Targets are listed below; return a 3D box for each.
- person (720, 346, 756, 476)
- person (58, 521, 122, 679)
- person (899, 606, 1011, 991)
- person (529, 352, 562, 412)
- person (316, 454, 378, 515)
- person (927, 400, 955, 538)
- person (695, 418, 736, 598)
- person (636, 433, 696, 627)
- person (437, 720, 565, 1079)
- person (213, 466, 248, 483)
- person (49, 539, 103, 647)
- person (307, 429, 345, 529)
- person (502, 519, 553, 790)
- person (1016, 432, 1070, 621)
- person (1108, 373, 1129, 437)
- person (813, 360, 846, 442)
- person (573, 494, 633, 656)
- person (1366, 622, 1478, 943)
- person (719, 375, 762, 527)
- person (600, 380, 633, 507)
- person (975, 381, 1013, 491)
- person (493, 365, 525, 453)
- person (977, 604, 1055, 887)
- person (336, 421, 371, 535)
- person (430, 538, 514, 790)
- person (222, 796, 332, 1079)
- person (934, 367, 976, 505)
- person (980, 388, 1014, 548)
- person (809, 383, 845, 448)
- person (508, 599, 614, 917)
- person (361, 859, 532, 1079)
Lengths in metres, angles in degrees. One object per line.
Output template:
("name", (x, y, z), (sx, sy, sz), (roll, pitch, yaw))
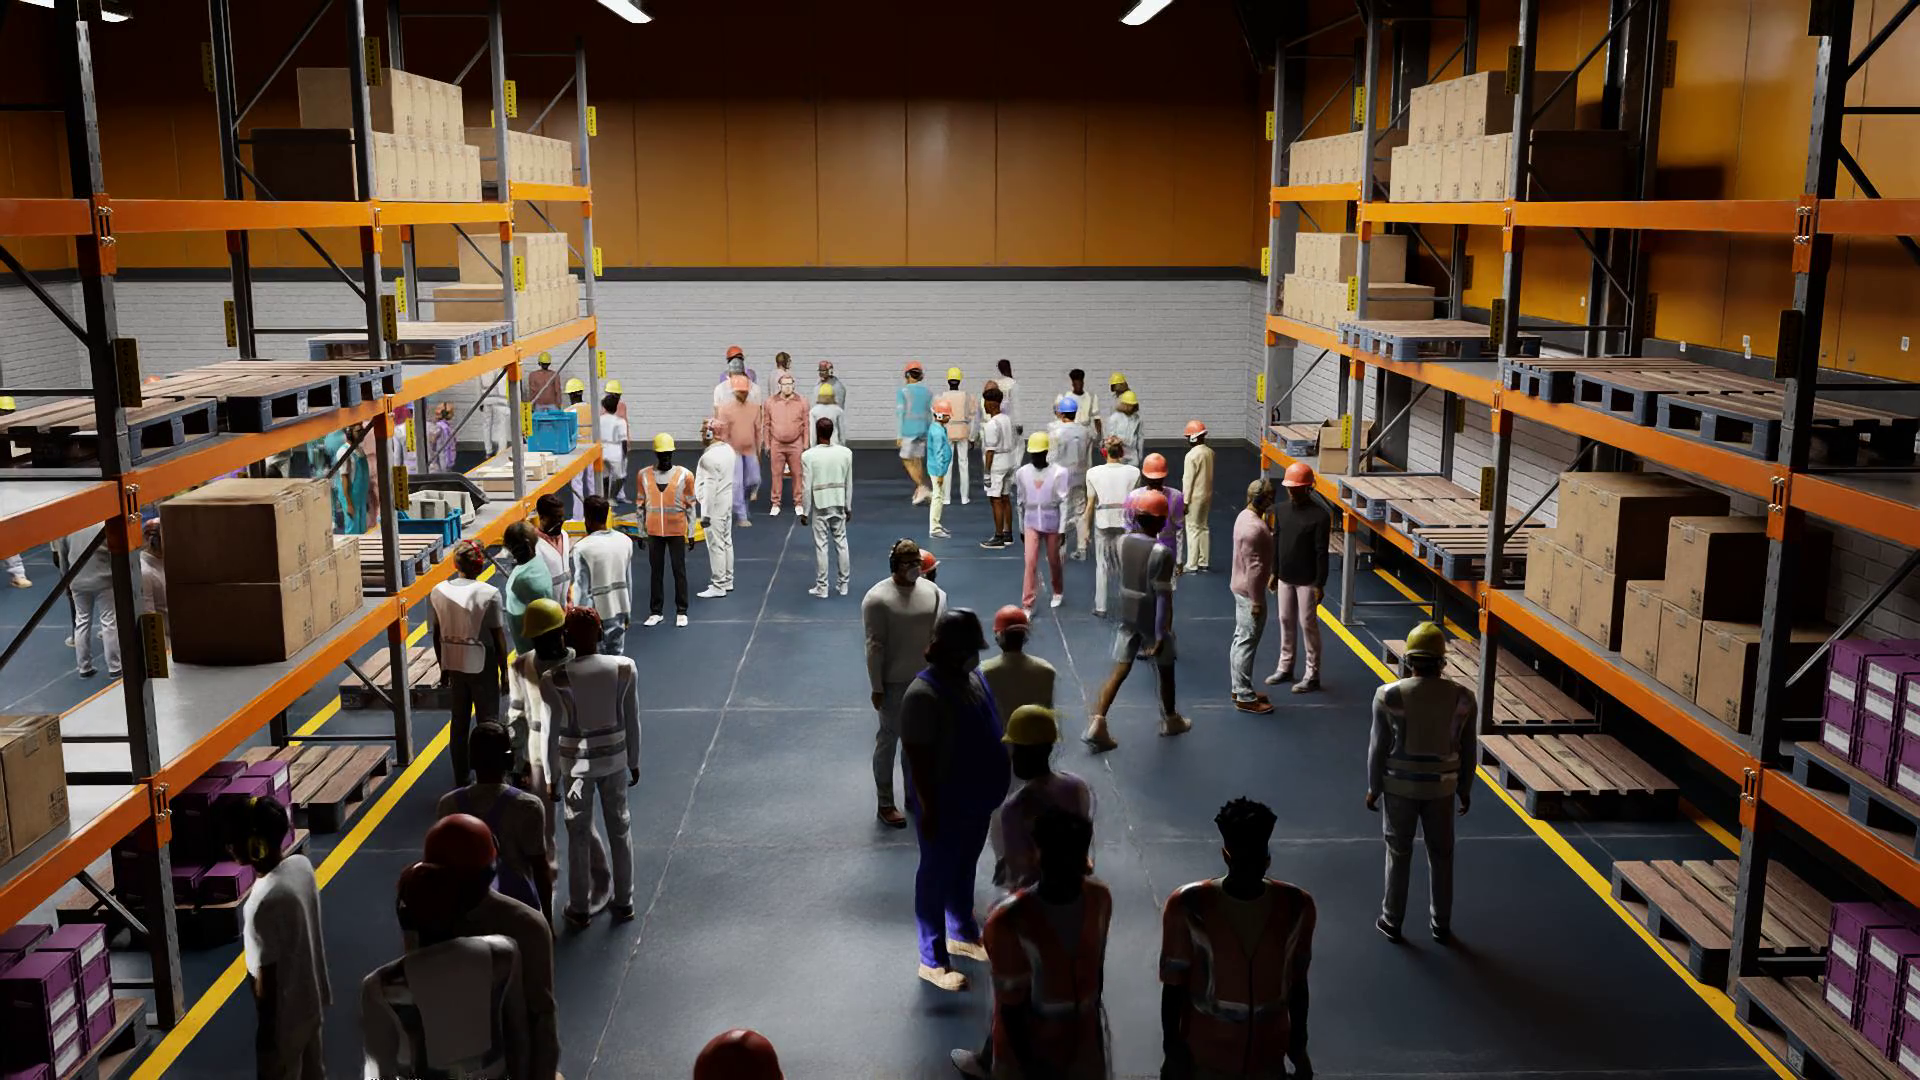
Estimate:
("person", (-3.406, -1.953, 25.483), (0.604, 2.026, 0.441), (-7, 13, -32))
("person", (-7.584, 0.356, 14.592), (0.566, 1.744, 0.350), (0, 11, -1))
("person", (0.013, 1.346, 8.881), (0.538, 2.000, 0.683), (6, 13, 29))
("person", (-6.870, -2.244, 27.599), (0.525, 1.761, 0.343), (-4, 12, -18))
("person", (-8.065, -0.976, 21.492), (0.892, 1.640, 0.539), (-6, 13, -26))
("person", (-0.239, -0.895, 20.874), (0.354, 1.738, 0.577), (0, 11, -2))
("person", (-2.617, -0.343, 17.692), (0.409, 1.907, 0.650), (2, 11, 11))
("person", (-2.897, -0.098, 16.398), (0.594, 1.929, 0.352), (1, 11, 4))
("person", (-2.083, 1.714, 7.545), (0.504, 1.840, 0.345), (1, 11, 4))
("person", (-7.518, -0.277, 17.304), (0.585, 1.928, 0.379), (10, 15, 42))
("person", (-8.268, 0.025, 15.654), (0.406, 1.987, 0.618), (8, 14, 34))
("person", (-8.052, -1.069, 21.427), (0.649, 1.877, 0.602), (0, 11, 1))
("person", (-3.063, 0.806, 11.848), (0.373, 1.940, 0.629), (-4, 12, -19))
("person", (0.847, -0.171, 16.935), (0.587, 1.891, 0.978), (3, 12, 16))
("person", (2.318, -1.583, 24.350), (0.325, 1.731, 0.489), (-7, 13, -30))
("person", (-1.961, -1.700, 24.526), (0.399, 1.900, 0.645), (-9, 15, -39))
("person", (-2.776, 0.592, 13.012), (0.397, 1.908, 0.600), (7, 13, 30))
("person", (2.577, 1.362, 9.331), (0.600, 1.827, 0.403), (1, 11, 3))
("person", (-2.848, -1.163, 21.611), (0.625, 1.978, 0.477), (-7, 13, -32))
("person", (-4.777, -1.338, 23.060), (0.330, 1.760, 0.518), (7, 13, 30))
("person", (0.498, -1.544, 24.506), (0.519, 1.590, 0.878), (5, 12, 23))
("person", (-7.107, -2.068, 26.525), (0.572, 1.825, 1.028), (3, 12, 13))
("person", (0.305, 1.260, 10.093), (0.586, 1.725, 0.512), (-4, 12, -21))
("person", (-6.620, -0.423, 18.242), (0.346, 1.847, 0.506), (0, 11, 1))
("person", (-3.396, 0.909, 11.559), (0.563, 1.847, 0.393), (4, 12, 19))
("person", (-2.670, 1.899, 6.598), (0.353, 1.855, 0.532), (0, 11, 1))
("person", (-0.077, -1.437, 23.120), (0.587, 1.928, 0.363), (-1, 11, -6))
("person", (0.449, -0.875, 20.252), (0.377, 1.958, 0.607), (5, 12, 25))
("person", (-1.850, -1.322, 23.112), (0.489, 1.705, 0.871), (0, 11, -2))
("person", (-2.319, 1.263, 9.643), (0.600, 1.908, 0.394), (1, 11, 7))
("person", (-1.784, 2.027, 5.878), (0.601, 1.878, 0.367), (-8, 14, -34))
